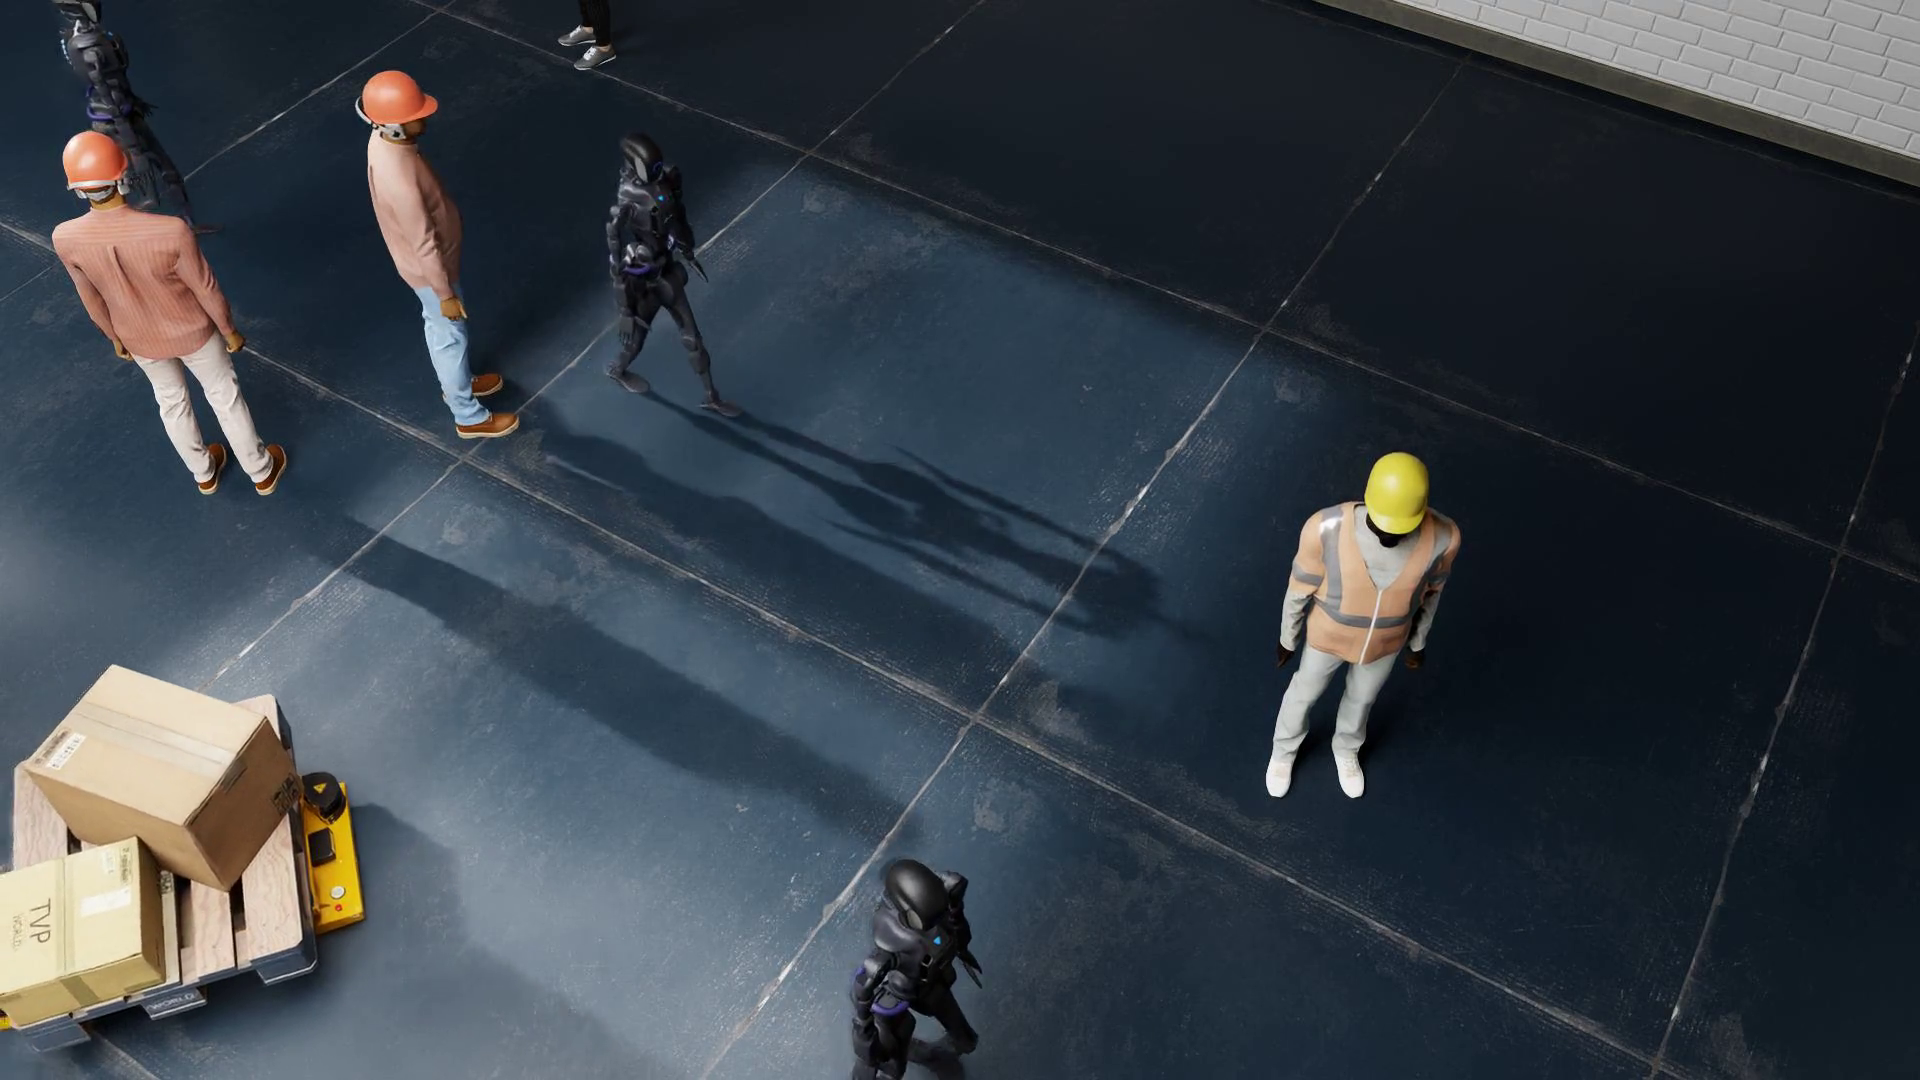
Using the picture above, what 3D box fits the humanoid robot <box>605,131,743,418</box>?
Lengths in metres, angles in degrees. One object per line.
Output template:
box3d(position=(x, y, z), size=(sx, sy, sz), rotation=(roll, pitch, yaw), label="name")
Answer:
box3d(position=(-1.485, -1.266, 8.021), size=(0.796, 1.620, 0.610), rotation=(24, 53, 19), label="humanoid robot")

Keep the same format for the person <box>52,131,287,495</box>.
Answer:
box3d(position=(-3.573, -0.969, 7.526), size=(0.610, 1.986, 0.402), rotation=(-2, 49, -1), label="person")

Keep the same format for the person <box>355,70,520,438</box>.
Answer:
box3d(position=(-2.466, -1.323, 7.828), size=(0.394, 1.991, 0.621), rotation=(-18, 51, -15), label="person")

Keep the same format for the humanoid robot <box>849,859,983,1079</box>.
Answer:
box3d(position=(-0.167, 1.523, 5.549), size=(0.368, 1.643, 0.612), rotation=(29, 55, 23), label="humanoid robot")

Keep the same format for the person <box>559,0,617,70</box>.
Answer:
box3d(position=(-2.376, -3.709, 10.068), size=(0.437, 1.755, 0.772), rotation=(-19, 52, -16), label="person")

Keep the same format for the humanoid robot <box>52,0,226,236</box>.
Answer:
box3d(position=(-4.493, -2.211, 8.820), size=(0.591, 1.643, 0.615), rotation=(-17, 51, -14), label="humanoid robot")

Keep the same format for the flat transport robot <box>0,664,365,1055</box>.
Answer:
box3d(position=(-3.140, 1.408, 6.584), size=(1.431, 0.231, 0.659), rotation=(-15, 51, -13), label="flat transport robot")

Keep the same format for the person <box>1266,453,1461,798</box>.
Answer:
box3d(position=(1.527, 0.359, 6.401), size=(0.594, 1.925, 0.368), rotation=(1, 49, 1), label="person")
